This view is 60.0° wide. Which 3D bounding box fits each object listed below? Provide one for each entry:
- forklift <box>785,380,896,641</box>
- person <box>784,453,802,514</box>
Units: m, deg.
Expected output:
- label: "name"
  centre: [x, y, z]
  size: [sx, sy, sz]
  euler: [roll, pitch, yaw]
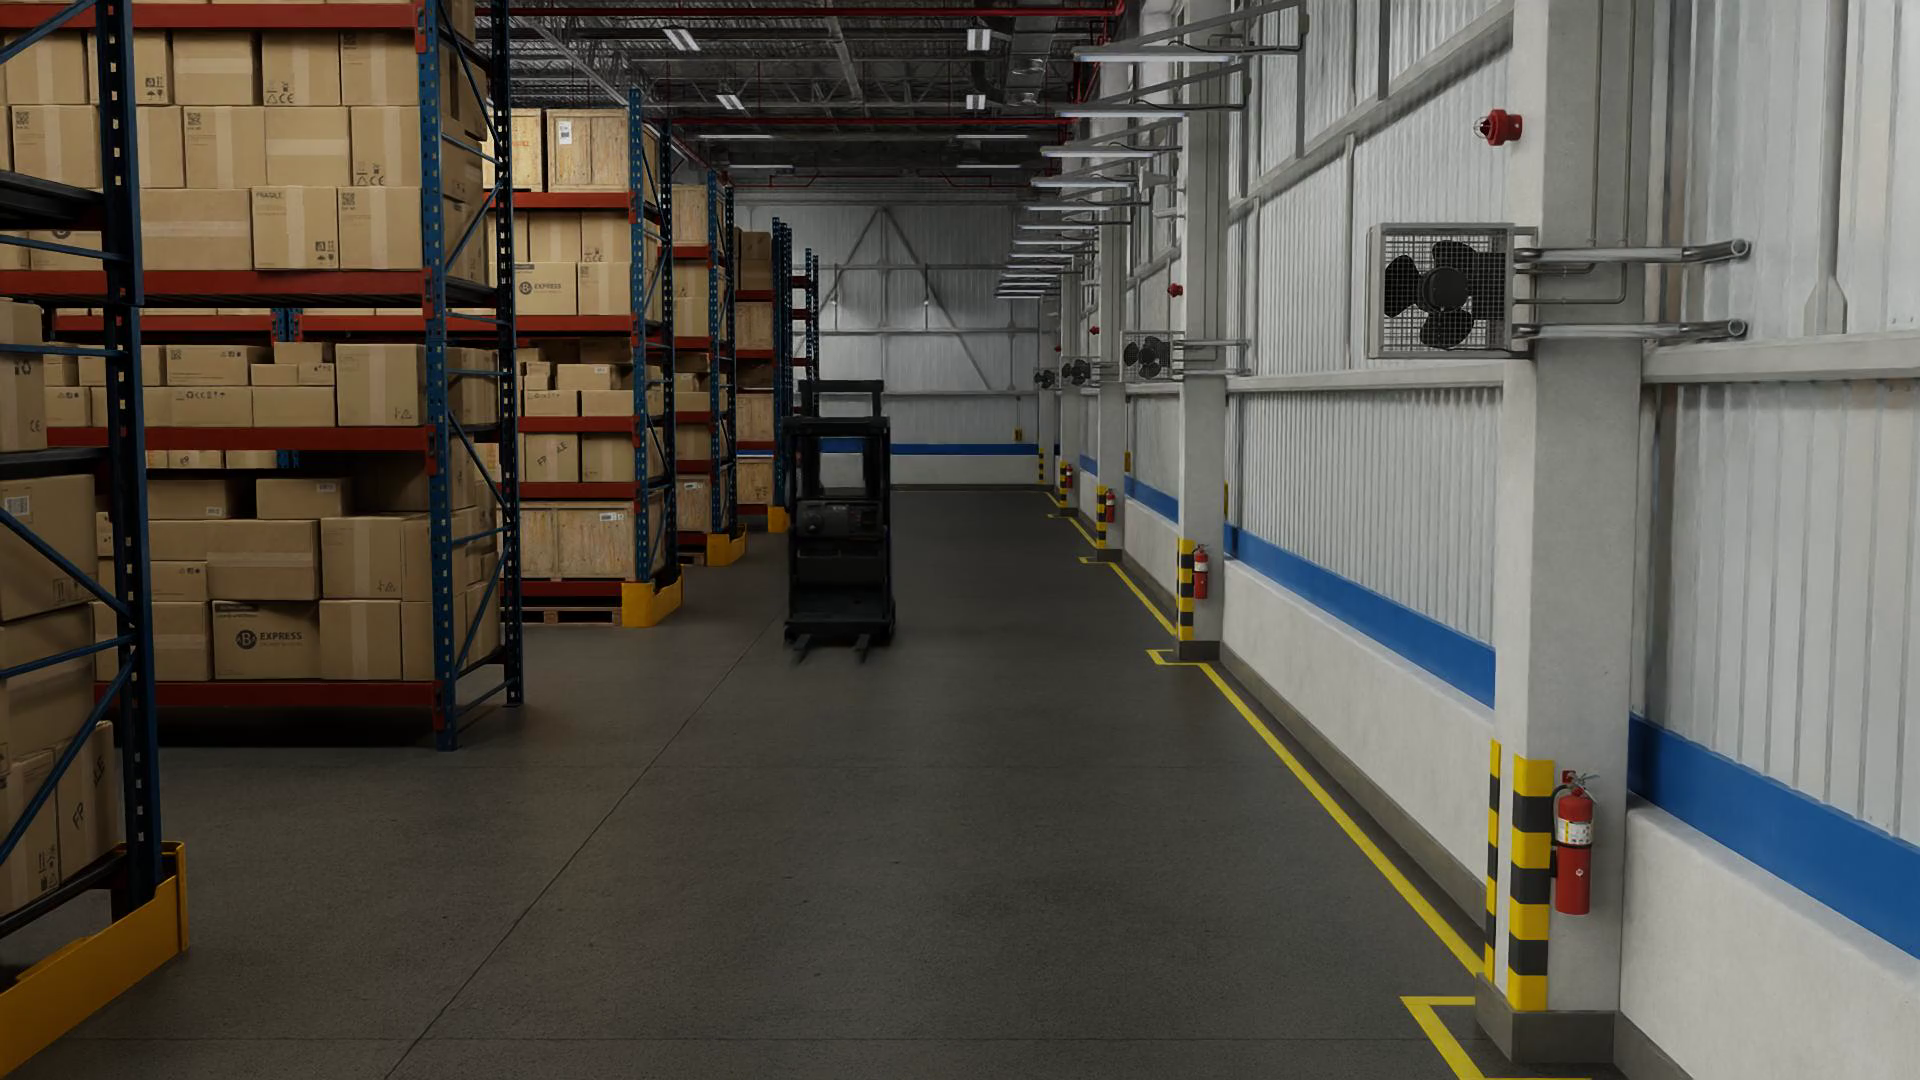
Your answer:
- label: "forklift"
  centre: [-1.296, -0.383, 18.377]
  size: [1.129, 2.768, 1.873]
  euler: [0, 5, 0]
- label: "person"
  centre: [-2.701, -0.622, 27.915]
  size: [0.594, 1.701, 0.791]
  euler: [-2, 5, -26]
